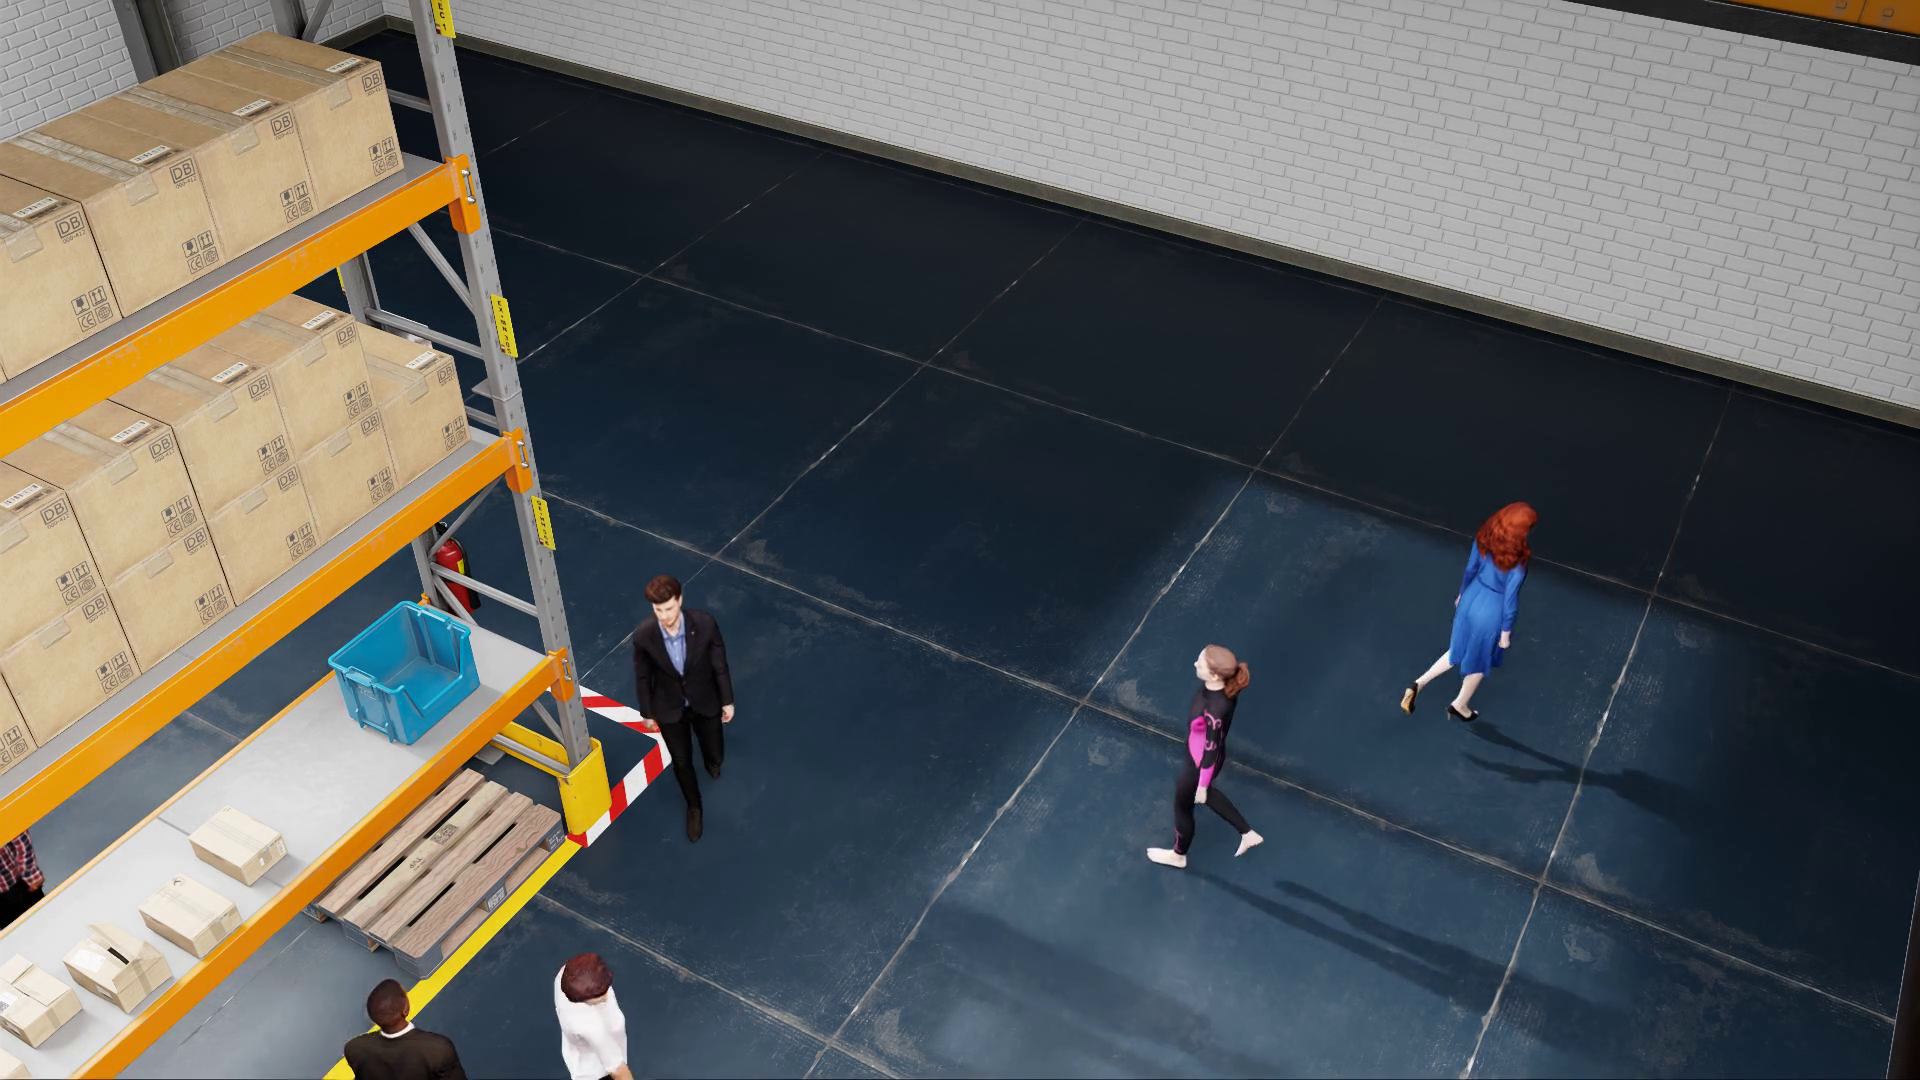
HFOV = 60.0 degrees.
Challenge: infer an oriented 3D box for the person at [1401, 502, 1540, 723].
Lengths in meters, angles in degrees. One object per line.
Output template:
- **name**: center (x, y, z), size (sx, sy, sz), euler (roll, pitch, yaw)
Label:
- **person**: center (3.107, 0.520, 10.130), size (0.977, 1.808, 0.903), euler (-13, 41, -16)

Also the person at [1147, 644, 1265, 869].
- **person**: center (1.436, 1.248, 9.272), size (0.743, 1.741, 0.869), euler (11, 40, 13)

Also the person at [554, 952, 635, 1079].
- **person**: center (-1.732, 2.435, 7.767), size (0.798, 1.765, 0.765), euler (30, 47, 32)

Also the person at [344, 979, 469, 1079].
- **person**: center (-2.413, 2.705, 7.447), size (1.117, 1.743, 1.314), euler (-1, 39, -1)

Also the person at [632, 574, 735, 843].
- **person**: center (-1.580, 0.884, 9.623), size (0.981, 1.872, 1.057), euler (-6, 39, -8)
